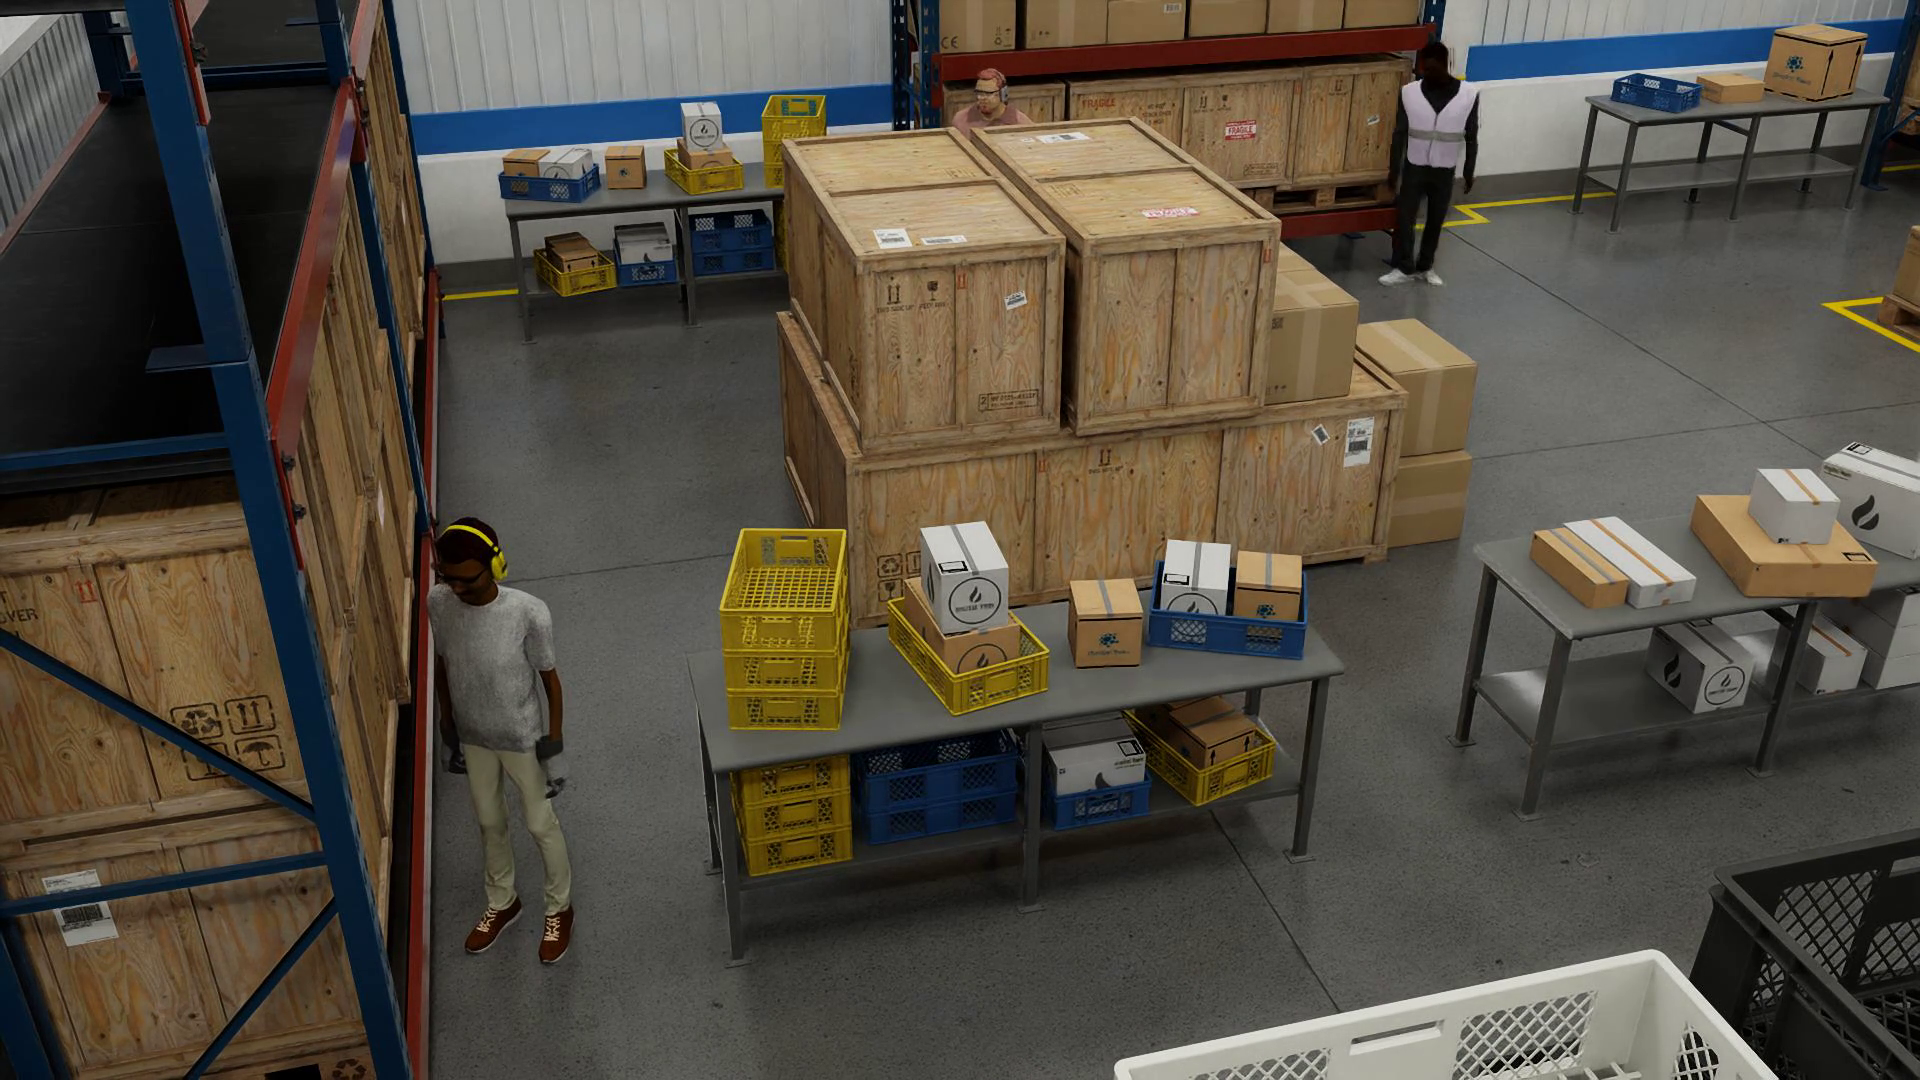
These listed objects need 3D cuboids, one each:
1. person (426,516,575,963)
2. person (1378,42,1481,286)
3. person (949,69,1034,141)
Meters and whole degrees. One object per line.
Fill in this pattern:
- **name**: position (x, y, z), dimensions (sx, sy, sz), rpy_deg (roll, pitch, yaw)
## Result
- **person**: position (-1.686, 0.747, 6.098), dimensions (0.511, 1.861, 0.329), rpy_deg (6, 29, 11)
- **person**: position (3.565, -2.823, 12.567), dimensions (0.635, 1.878, 0.470), rpy_deg (8, 30, 14)
- **person**: position (0.194, -2.328, 11.642), dimensions (0.720, 1.905, 0.398), rpy_deg (9, 30, 16)
